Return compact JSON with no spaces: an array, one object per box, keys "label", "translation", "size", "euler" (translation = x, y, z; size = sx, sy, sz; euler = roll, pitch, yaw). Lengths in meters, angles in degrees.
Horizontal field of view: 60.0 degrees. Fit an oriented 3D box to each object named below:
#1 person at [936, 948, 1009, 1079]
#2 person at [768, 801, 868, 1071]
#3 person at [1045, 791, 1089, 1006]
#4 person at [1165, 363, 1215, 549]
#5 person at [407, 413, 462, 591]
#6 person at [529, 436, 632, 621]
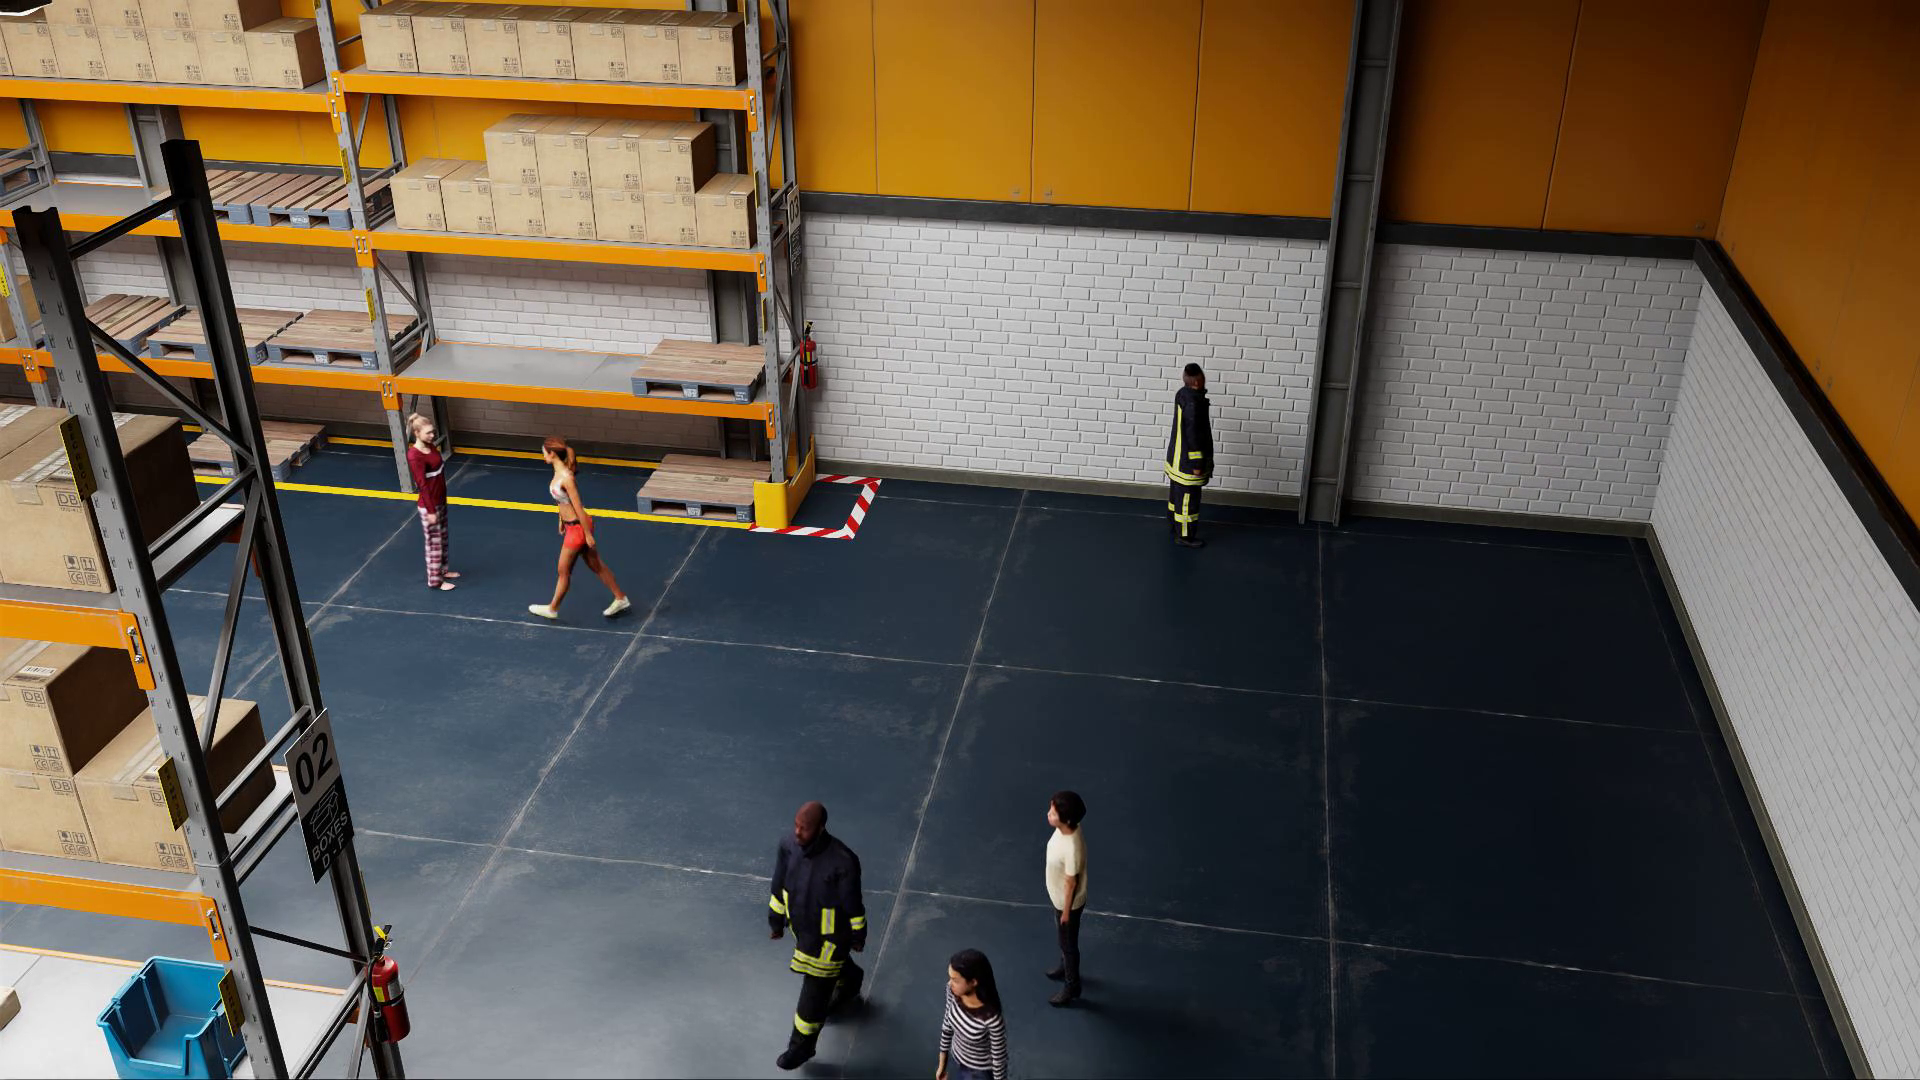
[{"label":"person","translation":[0.157,2.909,9.162],"size":[1.109,1.762,1.069],"euler":[-20,35,-32]},{"label":"person","translation":[-0.808,2.300,10.255],"size":[1.222,1.783,1.133],"euler":[19,34,31]},{"label":"person","translation":[0.682,2.252,10.551],"size":[0.558,1.584,0.631],"euler":[-2,29,-3]},{"label":"person","translation":[2.200,-0.850,15.947],"size":[0.789,1.862,0.831],"euler":[-2,29,-4]},{"label":"person","translation":[-4.834,-0.361,15.216],"size":[0.549,1.705,0.647],"euler":[1,29,1]},{"label":"person","translation":[-3.272,-0.071,14.659],"size":[1.214,1.729,1.000],"euler":[-11,31,-20]}]
